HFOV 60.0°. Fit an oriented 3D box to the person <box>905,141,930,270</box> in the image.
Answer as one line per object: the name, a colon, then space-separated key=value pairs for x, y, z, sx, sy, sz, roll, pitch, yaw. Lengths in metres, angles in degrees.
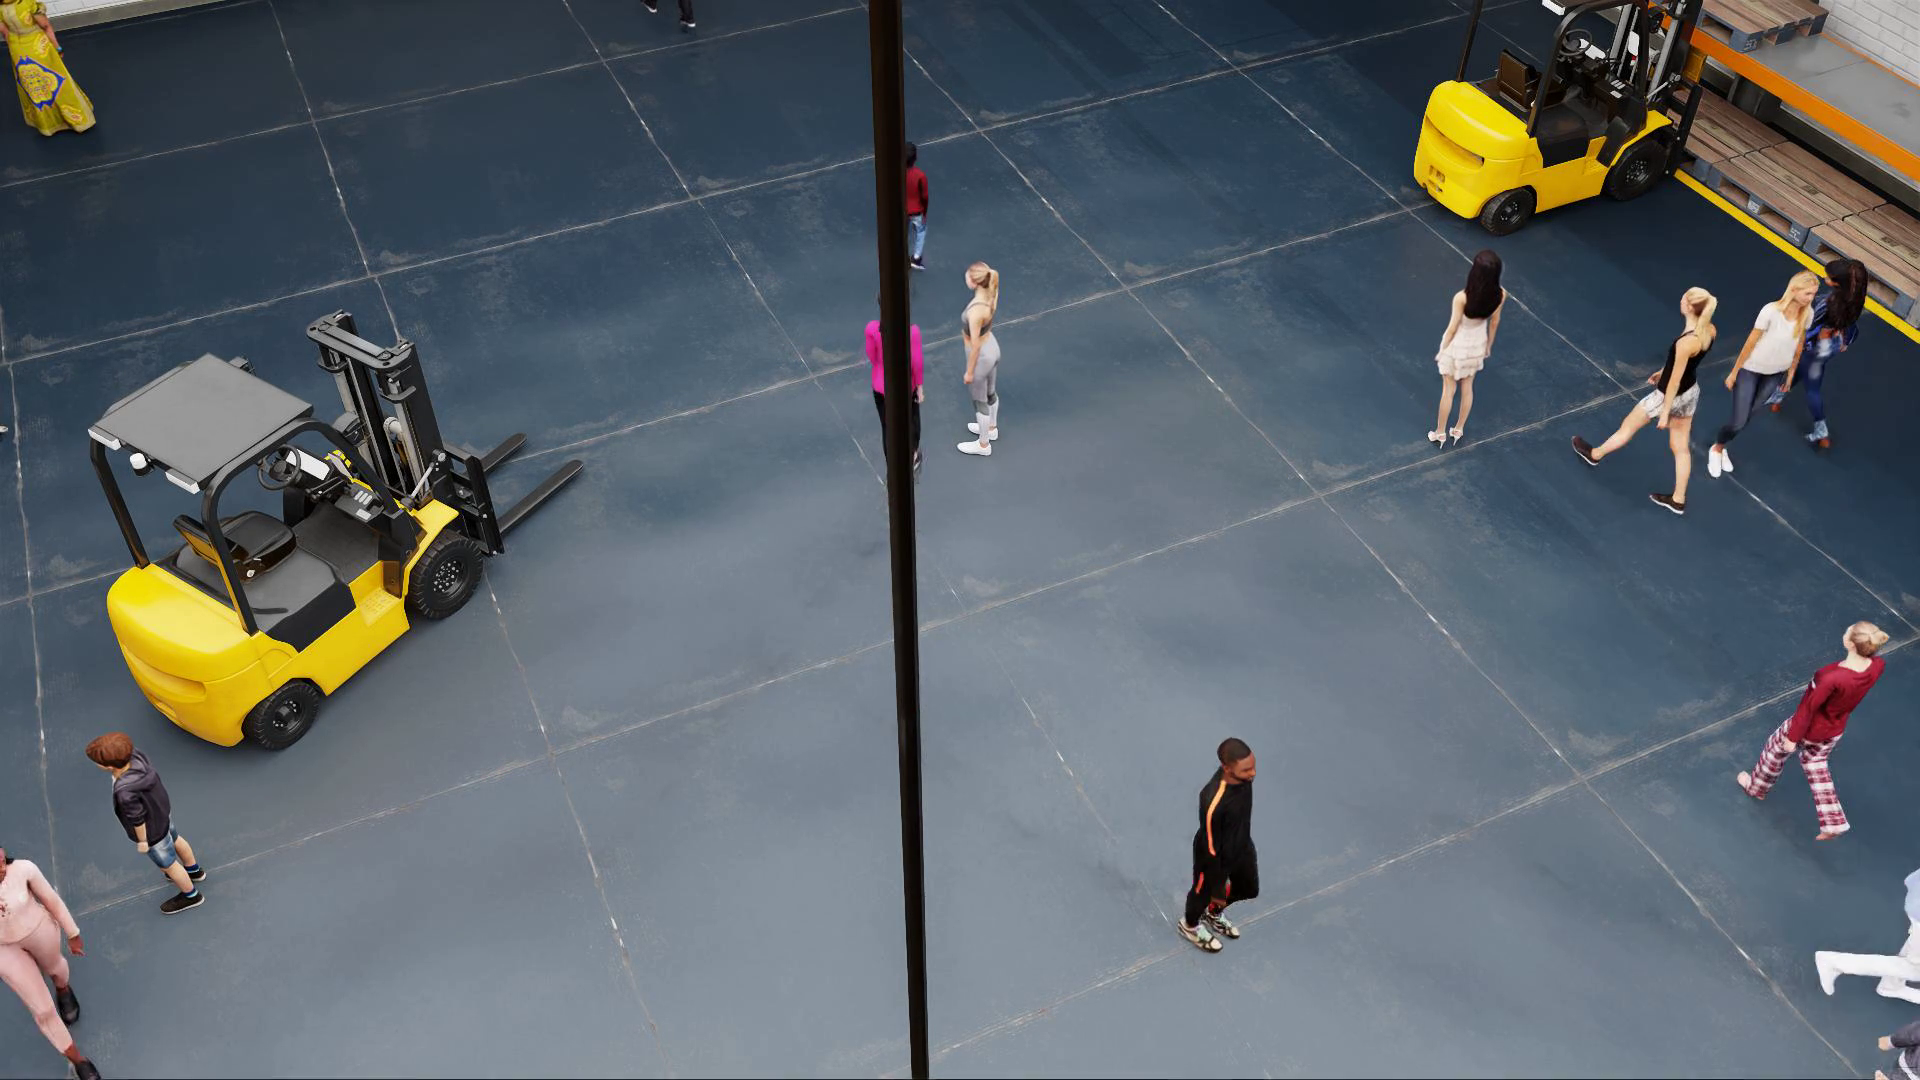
person: x=-0.453 y=-2.848 z=14.390 sx=0.614 sy=1.246 sz=0.666 roll=7 pitch=44 yaw=7

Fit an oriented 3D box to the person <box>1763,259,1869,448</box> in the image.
person: x=6.575 y=-1.401 z=12.623 sx=0.686 sy=1.587 sz=0.984 roll=-19 pitch=47 yaw=-19

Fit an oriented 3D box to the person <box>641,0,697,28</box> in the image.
person: x=-3.096 y=-6.282 z=17.661 sx=0.725 sy=1.706 sz=1.154 roll=-28 pitch=50 yaw=-26

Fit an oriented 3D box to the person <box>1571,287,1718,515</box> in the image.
person: x=5.249 y=-0.979 z=12.039 sx=0.756 sy=1.783 sz=1.246 roll=-29 pitch=51 yaw=-27

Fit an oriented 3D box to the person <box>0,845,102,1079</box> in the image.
person: x=-5.005 y=2.097 z=8.885 sx=0.847 sy=1.680 sz=1.130 roll=-28 pitch=50 yaw=-26

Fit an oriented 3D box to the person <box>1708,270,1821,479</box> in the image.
person: x=5.892 y=-1.287 z=12.353 sx=0.695 sy=1.794 sz=0.702 roll=-5 pitch=44 yaw=-5

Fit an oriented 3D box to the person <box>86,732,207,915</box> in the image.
person: x=-4.669 y=1.604 z=9.570 sx=0.637 sy=1.447 sz=0.519 roll=-8 pitch=44 yaw=-9

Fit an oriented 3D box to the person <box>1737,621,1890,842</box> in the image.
person: x=5.157 y=1.145 z=9.882 sx=0.661 sy=1.682 sz=0.959 roll=-15 pitch=46 yaw=-15

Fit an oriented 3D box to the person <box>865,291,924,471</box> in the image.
person: x=-0.496 y=-1.068 z=12.215 sx=0.723 sy=1.680 sz=0.786 roll=4 pitch=44 yaw=4

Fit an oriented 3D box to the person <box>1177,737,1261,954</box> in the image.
person: x=1.371 y=1.686 z=9.234 sx=0.762 sy=1.793 sz=0.739 roll=30 pitch=51 yaw=28

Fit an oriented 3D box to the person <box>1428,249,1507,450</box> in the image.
person: x=3.806 y=-1.424 z=12.540 sx=0.635 sy=1.734 sz=0.606 roll=-7 pitch=44 yaw=-8

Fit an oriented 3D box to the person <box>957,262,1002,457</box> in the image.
person: x=0.171 y=-1.366 z=12.500 sx=0.700 sy=1.707 sz=0.647 roll=16 pitch=46 yaw=16

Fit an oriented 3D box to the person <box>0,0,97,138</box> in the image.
person: x=-8.909 y=-4.689 z=16.029 sx=0.943 sy=1.661 sz=0.897 roll=-6 pitch=44 yaw=-6
